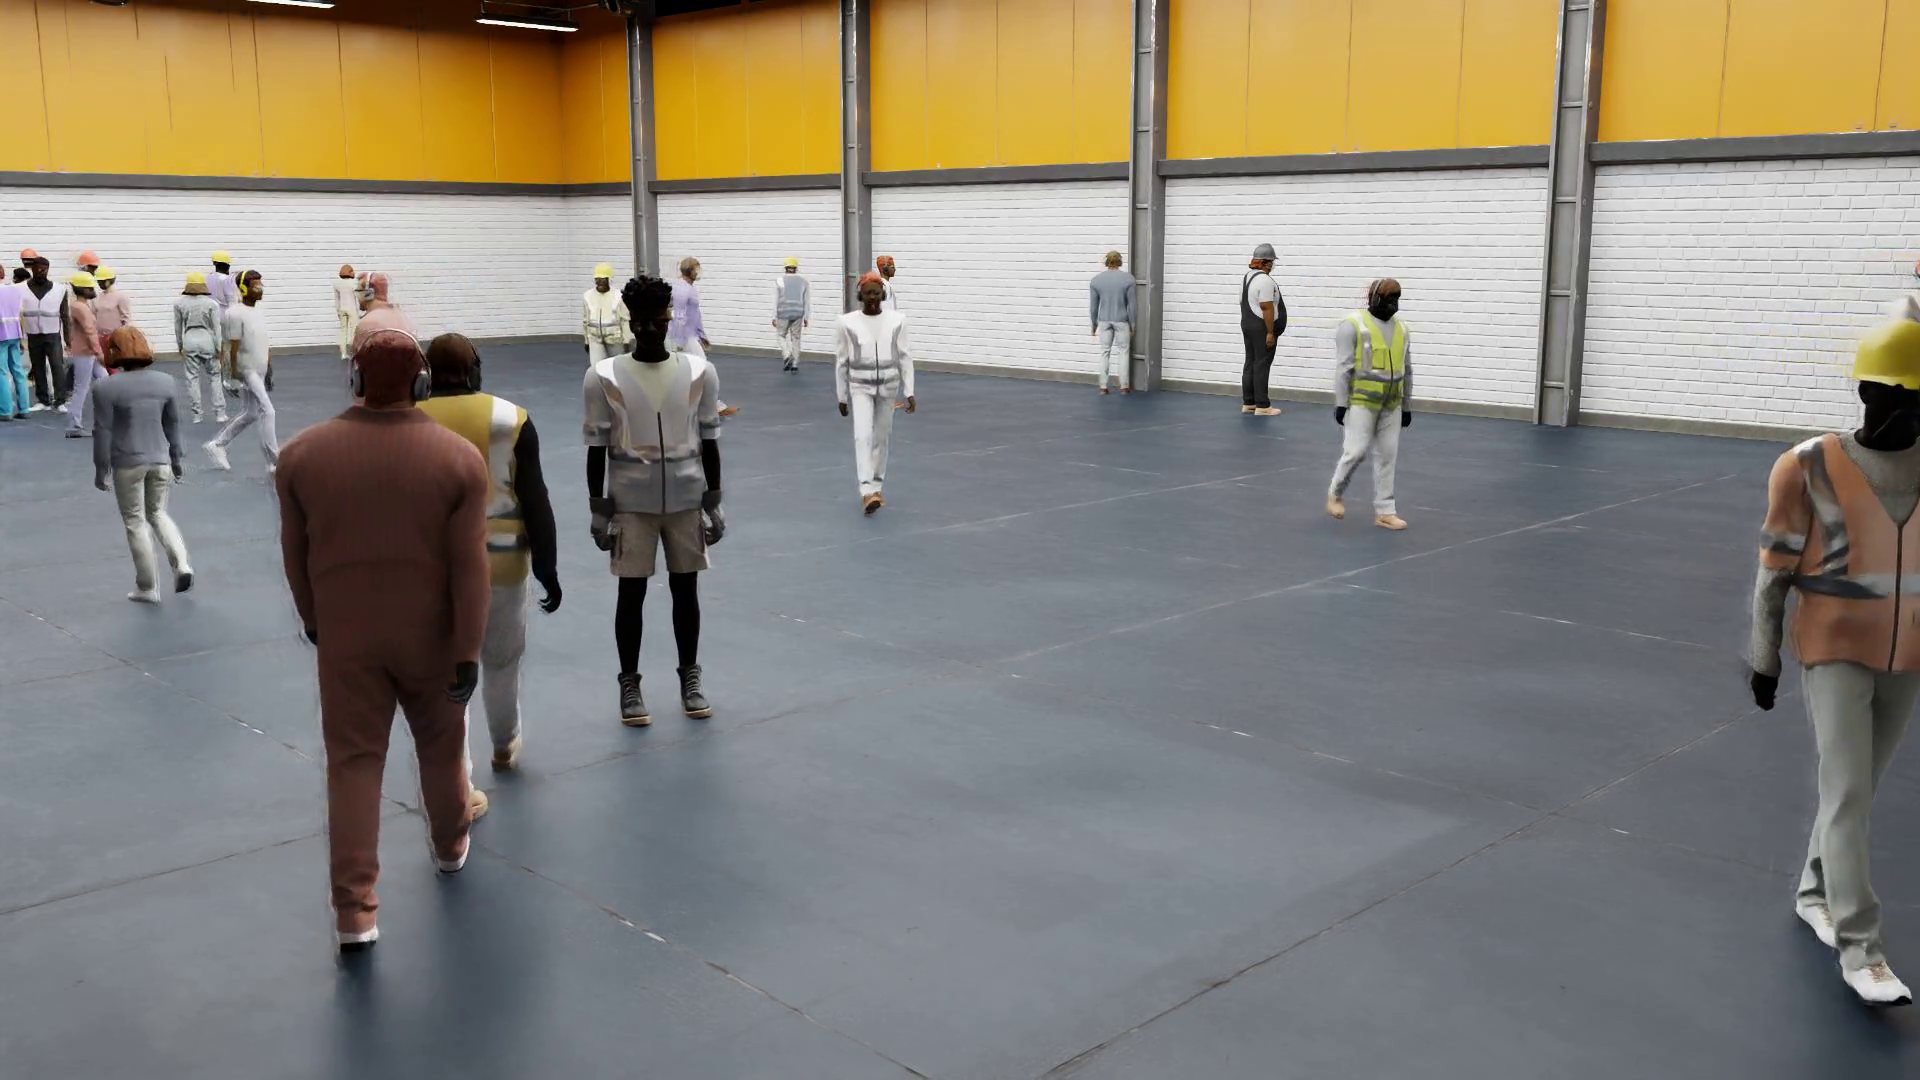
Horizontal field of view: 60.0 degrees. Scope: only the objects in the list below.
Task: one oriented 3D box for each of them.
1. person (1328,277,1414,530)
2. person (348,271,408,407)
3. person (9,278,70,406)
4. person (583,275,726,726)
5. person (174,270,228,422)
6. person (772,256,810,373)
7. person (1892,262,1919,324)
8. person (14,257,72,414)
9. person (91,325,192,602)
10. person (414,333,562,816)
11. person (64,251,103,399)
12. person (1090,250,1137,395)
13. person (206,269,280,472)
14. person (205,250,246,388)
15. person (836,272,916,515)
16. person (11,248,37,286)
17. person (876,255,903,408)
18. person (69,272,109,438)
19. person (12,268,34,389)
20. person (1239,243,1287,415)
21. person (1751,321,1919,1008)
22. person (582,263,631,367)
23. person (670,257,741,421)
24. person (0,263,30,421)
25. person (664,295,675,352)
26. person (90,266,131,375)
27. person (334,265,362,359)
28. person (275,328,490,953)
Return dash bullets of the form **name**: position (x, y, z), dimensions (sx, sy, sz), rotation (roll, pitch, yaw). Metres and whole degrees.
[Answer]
- **person**: position (3.022, -0.998, 12.155), dimensions (0.674, 1.829, 0.570), rotation (-4, 11, -23)
- **person**: position (-4.266, -1.060, 12.396), dimensions (0.912, 1.874, 0.645), rotation (-1, 10, -4)
- **person**: position (-11.660, -2.465, 20.776), dimensions (0.757, 1.605, 0.542), rotation (-2, 11, -13)
- **person**: position (-1.333, -0.172, 7.298), dimensions (0.608, 1.964, 0.392), rotation (-4, 11, -20)
- **person**: position (-8.686, -2.203, 19.004), dimensions (0.508, 1.738, 0.342), rotation (-2, 11, -13)
- **person**: position (-2.629, -3.495, 25.808), dimensions (0.614, 1.813, 0.432), rotation (-4, 11, -20)
- **person**: position (7.806, -1.316, 13.363), dimensions (0.649, 2.022, 0.676), rotation (-2, 11, -13)
- **person**: position (-11.043, -2.456, 20.026), dimensions (0.611, 1.877, 0.688), rotation (-5, 11, -24)
- **person**: position (-4.754, -0.429, 9.637), dimensions (0.362, 1.621, 0.500), rotation (6, 12, 31)
- **person**: position (-1.858, 0.115, 6.286), dimensions (0.669, 1.771, 0.976), rotation (-2, 11, -12)
- **person**: position (-11.226, -2.752, 21.464), dimensions (1.058, 1.942, 0.603), rotation (-1, 10, -5)
- **person**: position (2.052, -2.895, 22.215), dimensions (0.634, 1.939, 0.365), rotation (3, 11, 16)
- **person**: position (-6.425, -1.507, 14.967), dimensions (0.887, 1.831, 0.526), rotation (1, 10, 6)
- **person**: position (-10.318, -3.092, 23.318), dimensions (0.594, 1.924, 0.382), rotation (6, 12, 30)
- **person**: position (-0.638, -1.121, 12.809), dimensions (0.580, 1.839, 0.956), rotation (-3, 11, -14)
- **person**: position (-14.505, -3.591, 26.035), dimensions (0.546, 1.929, 0.388), rotation (0, 10, 1)
- **person**: position (-0.928, -2.584, 20.667), dimensions (0.355, 1.883, 0.574), rotation (-3, 11, -17)
- **person**: position (-9.130, -1.949, 17.597), dimensions (0.737, 1.742, 0.533), rotation (-5, 11, -24)
- **person**: position (-12.960, -2.955, 23.212), dimensions (0.544, 1.685, 0.545), rotation (-7, 12, -32)
- **person**: position (3.631, -2.513, 19.846), dimensions (0.538, 2.000, 0.688), rotation (-3, 11, -15)
- **person**: position (2.628, 0.344, 4.695), dimensions (0.593, 1.887, 0.903), rotation (0, 10, 2)
- **person**: position (-4.346, -2.511, 20.512), dimensions (0.602, 1.799, 0.902), rotation (0, 10, 1)
- **person**: position (-3.072, -2.291, 19.065), dimensions (1.025, 1.885, 0.649), rotation (-1, 10, -6)
- **person**: position (-10.997, -2.284, 19.133), dimensions (0.372, 1.843, 0.570), rotation (3, 11, 18)
- **person**: position (-2.643, -1.371, 14.736), dimensions (0.268, 1.630, 0.507), rotation (-1, 10, -8)
- **person**: position (-10.533, -2.510, 20.616), dimensions (0.544, 1.759, 0.481), rotation (2, 11, 11)
- **person**: position (-10.537, -3.925, 28.674), dimensions (0.499, 1.629, 0.271), rotation (3, 11, 16)
- **person**: position (-1.768, 0.279, 5.157), dimensions (0.635, 1.855, 1.023), rotation (-2, 11, -13)
